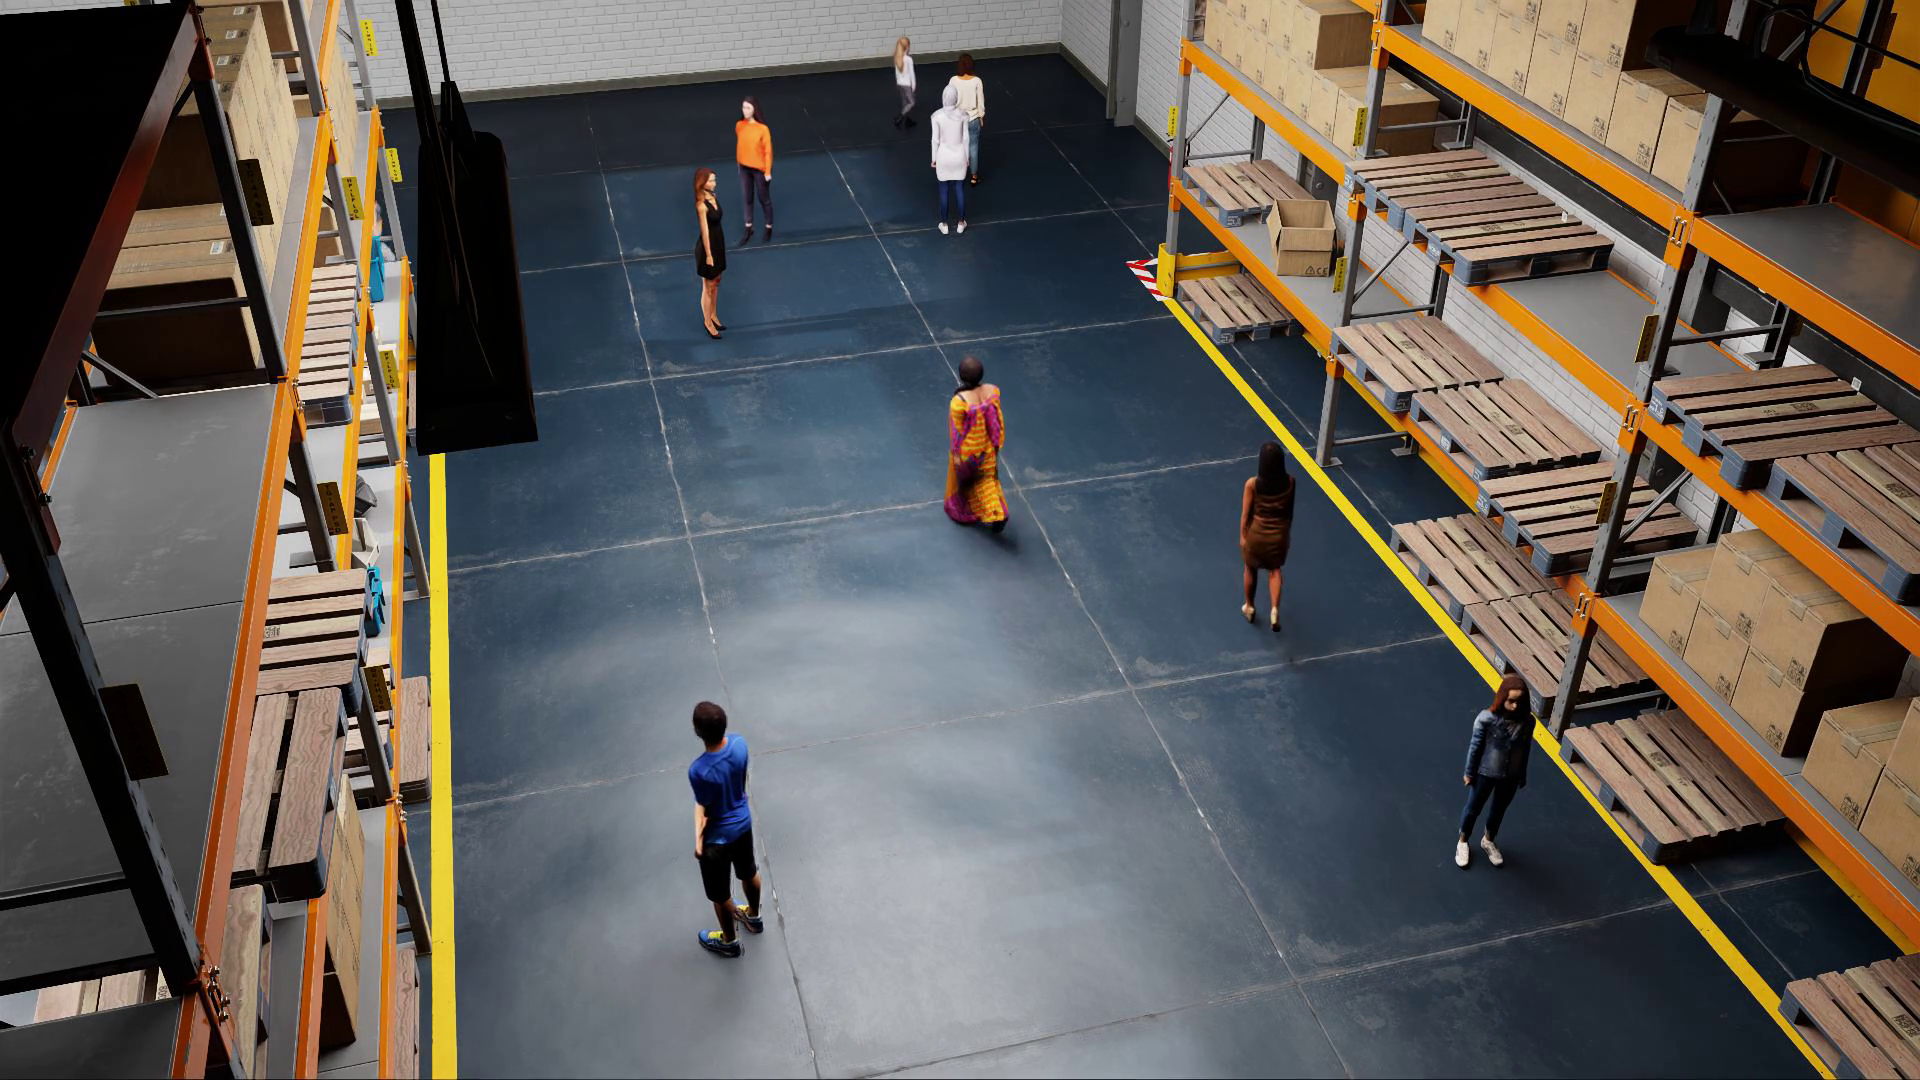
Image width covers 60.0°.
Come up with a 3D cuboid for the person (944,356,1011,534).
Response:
[{"bbox_3d":[0.148,-0.801,14.153,0.810,1.657,1.098,-18,38,-25],"label":"person"}]

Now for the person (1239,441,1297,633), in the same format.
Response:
[{"bbox_3d":[2.396,0.021,12.902,0.663,1.673,0.881,-2,34,-4],"label":"person"}]

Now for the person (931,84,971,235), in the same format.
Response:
[{"bbox_3d":[-0.105,-4.475,19.574,0.652,1.775,0.598,-1,34,-2],"label":"person"}]

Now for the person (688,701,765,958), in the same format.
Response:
[{"bbox_3d":[-1.425,1.751,10.125,0.749,1.867,0.700,20,39,28],"label":"person"}]

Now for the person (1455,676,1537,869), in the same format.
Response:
[{"bbox_3d":[3.499,1.503,10.850,0.610,1.477,0.563,-2,34,-2],"label":"person"}]

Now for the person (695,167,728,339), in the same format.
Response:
[{"bbox_3d":[-2.585,-2.983,17.275,0.717,1.834,0.594,5,34,7],"label":"person"}]

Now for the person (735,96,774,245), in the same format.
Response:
[{"bbox_3d":[-2.381,-4.322,19.363,0.718,1.755,0.772,16,37,23],"label":"person"}]

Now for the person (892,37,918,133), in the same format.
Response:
[{"bbox_3d":[-0.770,-6.169,22.579,0.750,1.270,0.755,-29,43,-36],"label":"person"}]

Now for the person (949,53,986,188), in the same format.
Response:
[{"bbox_3d":[0.066,-5.261,20.840,0.689,1.682,0.657,3,34,4],"label":"person"}]
